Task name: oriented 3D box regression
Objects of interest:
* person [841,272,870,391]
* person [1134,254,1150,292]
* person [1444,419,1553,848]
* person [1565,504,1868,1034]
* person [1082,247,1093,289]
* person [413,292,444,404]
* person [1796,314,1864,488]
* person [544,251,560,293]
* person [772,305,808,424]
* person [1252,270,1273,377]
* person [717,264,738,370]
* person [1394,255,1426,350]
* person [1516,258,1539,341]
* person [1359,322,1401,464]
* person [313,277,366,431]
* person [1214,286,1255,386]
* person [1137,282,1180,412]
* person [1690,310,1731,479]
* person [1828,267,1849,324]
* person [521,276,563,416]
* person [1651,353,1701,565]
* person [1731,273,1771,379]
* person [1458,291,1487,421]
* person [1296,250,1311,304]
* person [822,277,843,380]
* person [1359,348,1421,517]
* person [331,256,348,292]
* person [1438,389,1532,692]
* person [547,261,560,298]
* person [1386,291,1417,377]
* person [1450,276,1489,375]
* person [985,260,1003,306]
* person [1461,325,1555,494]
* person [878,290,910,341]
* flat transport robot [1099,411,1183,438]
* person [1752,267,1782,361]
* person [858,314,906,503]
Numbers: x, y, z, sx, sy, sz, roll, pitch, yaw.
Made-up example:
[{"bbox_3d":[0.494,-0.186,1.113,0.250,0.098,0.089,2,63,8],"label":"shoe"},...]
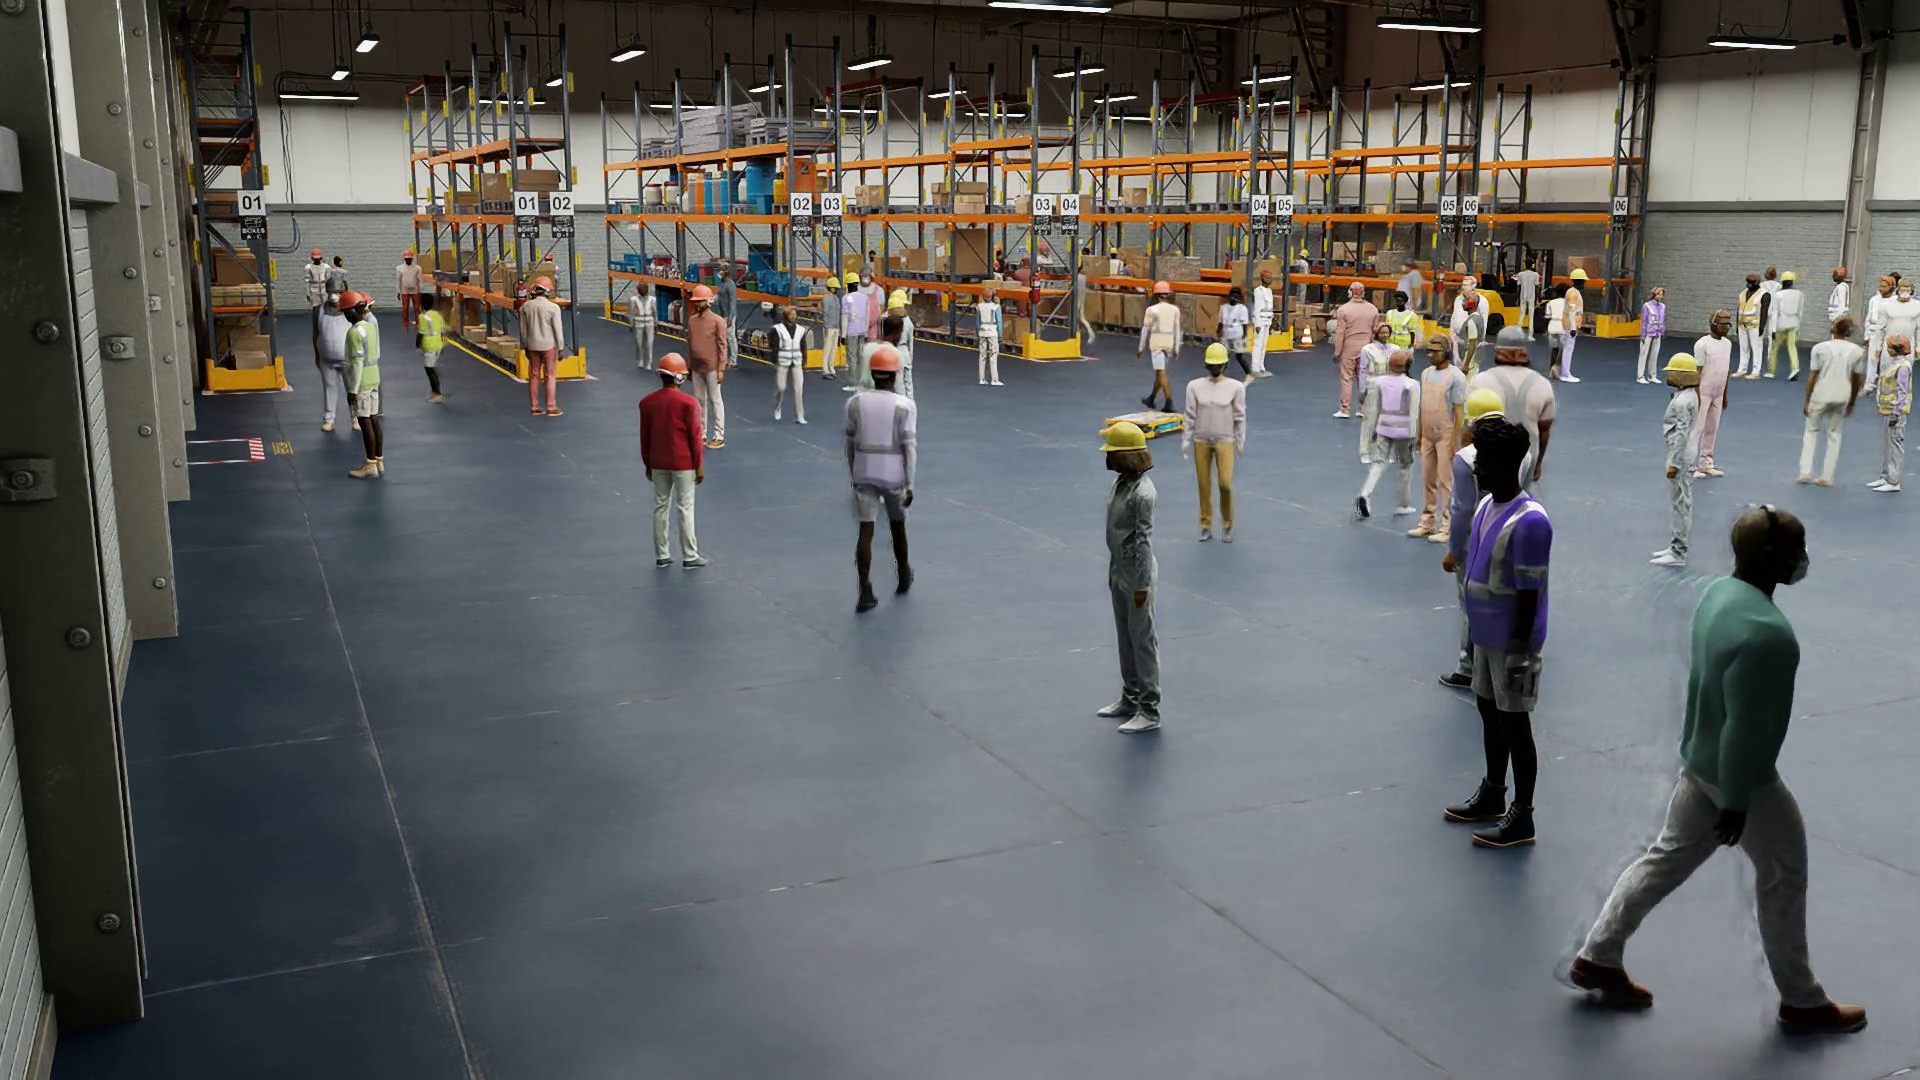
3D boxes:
[{"bbox_3d":[-1.714,-3.369,26.980,0.396,1.919,0.581,9,14,39],"label":"person"},{"bbox_3d":[5.161,-7.086,46.241,0.696,1.771,0.983,4,12,22],"label":"person"},{"bbox_3d":[2.476,0.421,7.617,0.386,1.957,0.603,-1,11,-5],"label":"person"},{"bbox_3d":[2.689,0.800,5.867,1.010,1.896,0.645,1,11,7],"label":"person"},{"bbox_3d":[3.600,-7.267,46.813,0.396,1.910,0.585,-4,12,-21],"label":"person"},{"bbox_3d":[-8.080,-2.900,25.184,0.545,1.681,0.543,2,11,11],"label":"person"},{"bbox_3d":[9.115,-1.447,17.432,0.546,1.825,0.406,3,12,14],"label":"person"},{"bbox_3d":[-10.086,-6.116,40.867,0.545,1.942,0.352,-2,11,-12],"label":"person"},{"bbox_3d":[-2.345,-2.410,22.834,0.549,1.622,0.565,-6,13,-28],"label":"person"},{"bbox_3d":[5.351,-3.820,29.350,0.354,1.881,0.576,7,13,31],"label":"person"},{"bbox_3d":[-4.282,-4.091,30.582,0.371,1.940,0.627,-5,12,-22],"label":"person"},{"bbox_3d":[9.297,-4.922,34.544,0.598,2.000,0.700,-3,11,-13],"label":"person"},{"bbox_3d":[12.815,-5.427,37.546,0.513,1.872,0.328,7,13,30],"label":"person"},{"bbox_3d":[4.828,-1.690,19.141,0.523,1.639,0.306,-3,11,-14],"label":"person"},{"bbox_3d":[-8.237,-2.463,22.050,0.674,2.000,0.535,-2,11,-8],"label":"person"},{"bbox_3d":[4.534,-3.384,27.685,0.564,1.675,0.596,-10,15,-42],"label":"person"},{"bbox_3d":[2.914,-2.812,24.261,0.563,1.882,1.003,-5,12,-25],"label":"person"},{"bbox_3d":[8.153,-1.577,18.080,0.502,1.837,0.349,-6,13,-27],"label":"person"},{"bbox_3d":[16.223,-4.094,30.736,0.337,1.882,0.584,6,13,28],"label":"person"},{"bbox_3d":[-5.918,-2.747,23.647,0.630,1.981,0.406,3,12,15],"label":"person"},{"bbox_3d":[5.880,-0.662,13.653,0.312,1.744,0.487,6,13,29],"label":"person"},{"bbox_3d":[13.766,-3.721,28.972,0.429,1.836,0.619,-5,12,-22],"label":"person"},{"bbox_3d":[6.765,-2.362,22.030,0.390,1.846,0.564,4,12,21],"label":"person"},{"bbox_3d":[9.829,-7.392,47.657,0.403,1.829,0.593,-2,11,-12],"label":"person"},{"bbox_3d":[-2.207,-3.672,28.898,0.329,1.765,0.533,5,12,22],"label":"person"},{"bbox_3d":[4.076,-1.005,15.717,0.719,1.613,0.522,-11,15,-44],"label":"person"},{"bbox_3d":[-14.817,-5.860,39.777,0.510,1.860,0.316,4,12,18],"label":"person"},{"bbox_3d":[3.150,0.004,10.050,0.591,1.829,0.404,-6,13,-29],"label":"person"},{"bbox_3d":[-9.687,-5.716,39.329,0.493,1.746,0.282,4,12,21],"label":"person"},{"bbox_3d":[6.769,-2.988,25.616,0.538,1.692,0.320,10,15,42],"label":"person"},{"bbox_3d":[7.822,-3.117,25.713,0.407,1.908,0.641,-7,13,-33],"label":"person"},{"bbox_3d":[0.821,-5.813,39.802,0.564,1.752,0.339,9,14,38],"label":"person"},{"bbox_3d":[4.179,-0.654,12.853,0.714,2.000,0.593,0,11,-2],"label":"person"},{"bbox_3d":[-0.877,-2.536,22.967,0.403,1.826,0.591,9,14,37],"label":"person"},{"bbox_3d":[2.444,-1.518,21.758,0.652,0.197,1.431,7,13,33],"label":"flat transport robot"},{"bbox_3d":[15.682,-4.374,32.298,0.501,1.839,0.341,1,11,5],"label":"person"},{"bbox_3d":[-0.766,-1.277,16.420,0.478,1.882,0.630,-8,14,-35],"label":"person"}]
